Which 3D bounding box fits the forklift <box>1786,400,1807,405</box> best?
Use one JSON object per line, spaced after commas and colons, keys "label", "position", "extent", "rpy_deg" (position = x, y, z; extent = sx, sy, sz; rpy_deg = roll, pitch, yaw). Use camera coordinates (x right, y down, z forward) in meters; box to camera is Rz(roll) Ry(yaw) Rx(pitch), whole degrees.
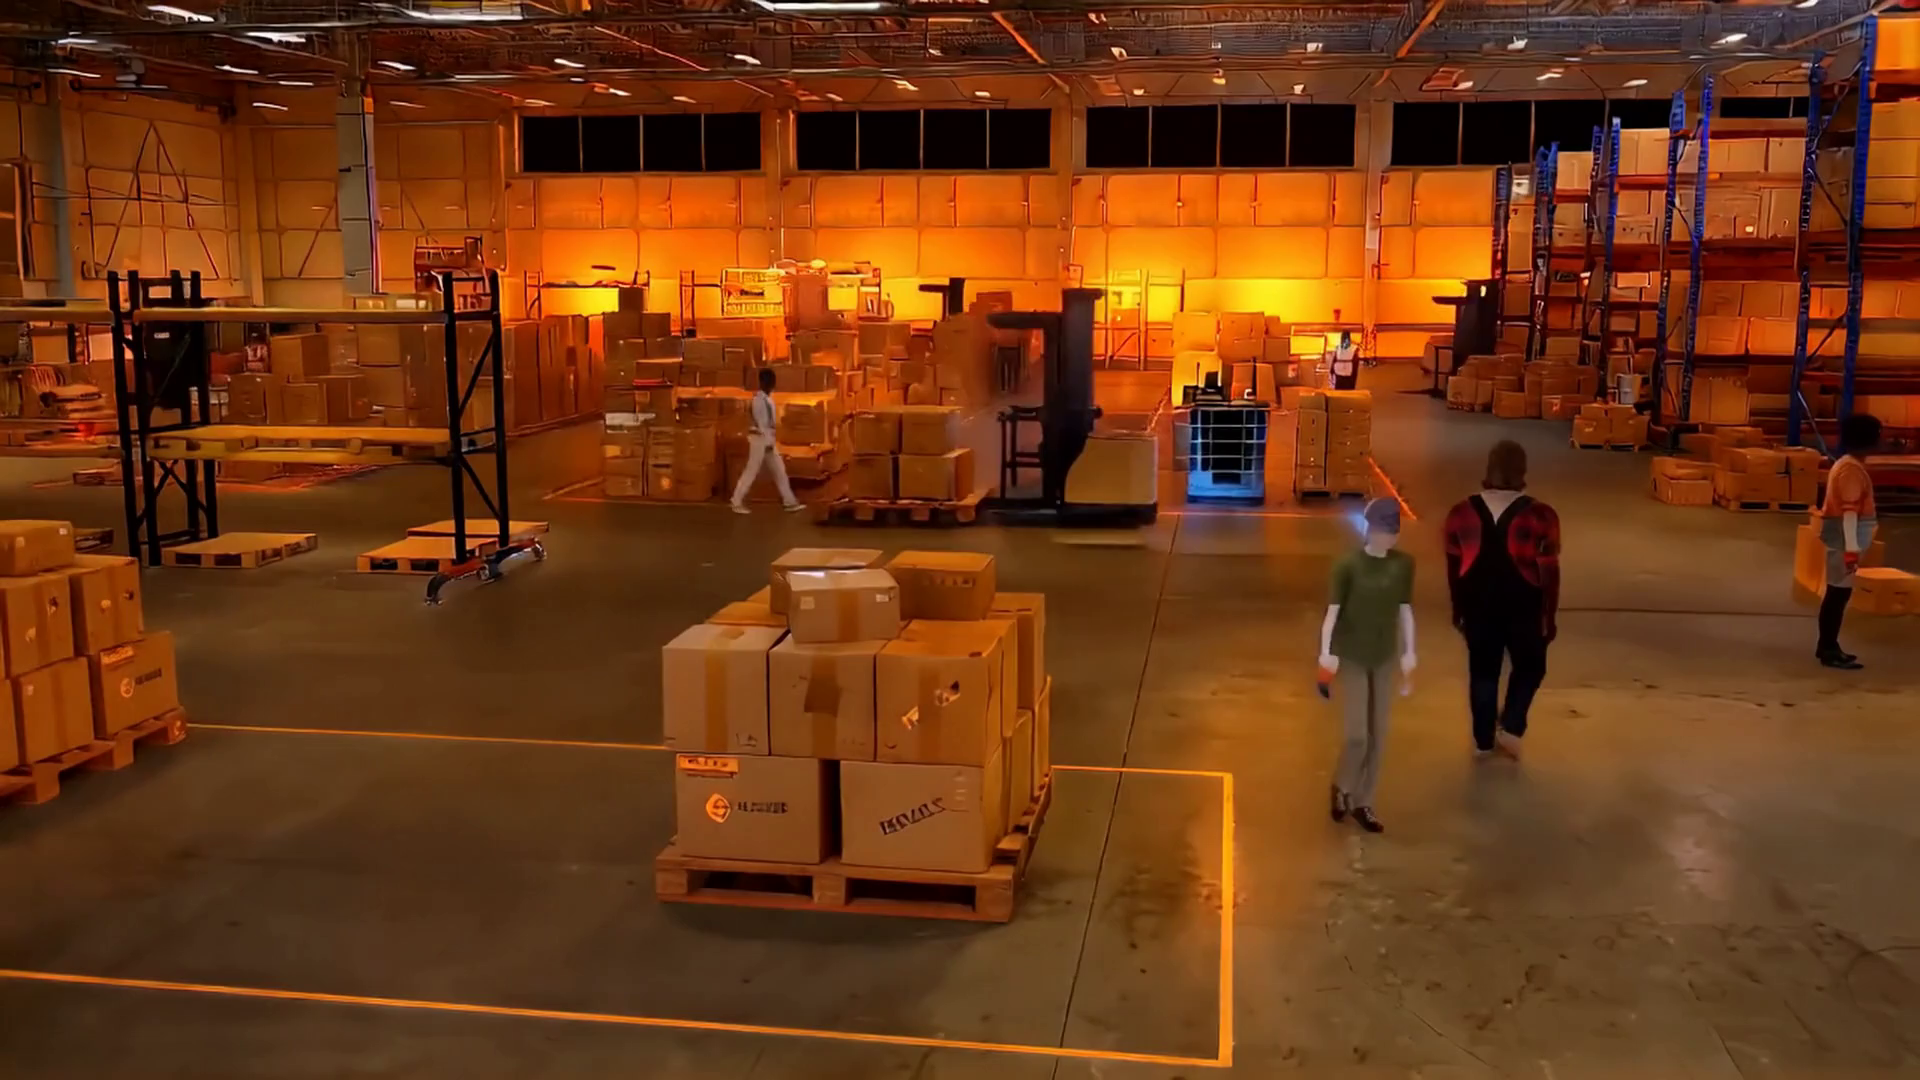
{"label": "forklift", "position": [19.231, -4.372, 36.875], "extent": [1.873, 2.768, 1.129], "rpy_deg": [1, 9, 9]}

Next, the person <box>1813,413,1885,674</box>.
{"label": "person", "position": [6.744, 0.015, 12.634], "extent": [0.362, 1.962, 0.613], "rpy_deg": [4, 10, 22]}

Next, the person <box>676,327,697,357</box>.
{"label": "person", "position": [-5.240, -3.245, 32.874], "extent": [0.661, 1.913, 0.742], "rpy_deg": [3, 10, 20]}

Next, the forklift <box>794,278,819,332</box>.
{"label": "forklift", "position": [-3.932, -5.317, 42.705], "extent": [1.873, 2.768, 1.129], "rpy_deg": [-4, 10, -24]}

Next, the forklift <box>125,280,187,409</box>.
{"label": "forklift", "position": [-17.528, -4.337, 36.665], "extent": [1.873, 2.768, 1.129], "rpy_deg": [6, 11, 33]}

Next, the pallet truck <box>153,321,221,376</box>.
{"label": "pallet truck", "position": [-21.869, -5.598, 47.154], "extent": [0.823, 1.965, 1.885], "rpy_deg": [4, 10, 26]}

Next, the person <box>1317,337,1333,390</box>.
{"label": "person", "position": [7.667, -3.434, 34.909], "extent": [0.308, 1.640, 0.510], "rpy_deg": [-2, 9, -9]}

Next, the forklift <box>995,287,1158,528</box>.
{"label": "forklift", "position": [1.424, -1.605, 19.810], "extent": [1.873, 2.768, 1.129], "rpy_deg": [1, 9, 9]}

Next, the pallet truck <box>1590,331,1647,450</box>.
{"label": "pallet truck", "position": [11.253, -2.573, 28.499], "extent": [0.823, 1.965, 1.885], "rpy_deg": [5, 10, 27]}

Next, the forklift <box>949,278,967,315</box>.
{"label": "forklift", "position": [-0.074, -5.960, 46.672], "extent": [1.873, 2.768, 1.129], "rpy_deg": [-1, 9, -7]}

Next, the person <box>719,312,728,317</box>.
{"label": "person", "position": [-6.334, -5.138, 44.589], "extent": [0.683, 1.914, 0.560], "rpy_deg": [0, 9, -3]}

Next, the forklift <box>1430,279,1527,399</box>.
{"label": "forklift", "position": [12.076, -4.639, 38.526], "extent": [1.129, 2.768, 1.873], "rpy_deg": [-8, 12, -39]}

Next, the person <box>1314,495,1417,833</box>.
{"label": "person", "position": [2.197, 0.671, 8.949], "extent": [0.566, 1.852, 0.415], "rpy_deg": [-1, 9, -9]}

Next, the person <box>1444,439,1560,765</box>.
{"label": "person", "position": [3.315, 0.379, 10.157], "extent": [0.698, 2.000, 0.539], "rpy_deg": [6, 11, 34]}

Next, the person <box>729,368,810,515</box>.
{"label": "person", "position": [-2.420, -1.205, 20.605], "extent": [1.003, 1.834, 0.581], "rpy_deg": [1, 9, 5]}

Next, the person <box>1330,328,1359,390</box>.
{"label": "person", "position": [7.597, -3.230, 32.839], "extent": [0.387, 1.910, 0.592], "rpy_deg": [-8, 12, -41]}

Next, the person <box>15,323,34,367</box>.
{"label": "person", "position": [-19.486, -3.553, 34.741], "extent": [0.370, 1.930, 0.551], "rpy_deg": [-2, 9, -13]}

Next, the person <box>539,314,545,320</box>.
{"label": "person", "position": [-10.666, -4.926, 43.373], "extent": [0.730, 1.903, 0.651], "rpy_deg": [1, 9, 4]}

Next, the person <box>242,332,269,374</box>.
{"label": "person", "position": [-16.032, -3.903, 37.826], "extent": [0.551, 1.623, 0.412], "rpy_deg": [-2, 9, -11]}
